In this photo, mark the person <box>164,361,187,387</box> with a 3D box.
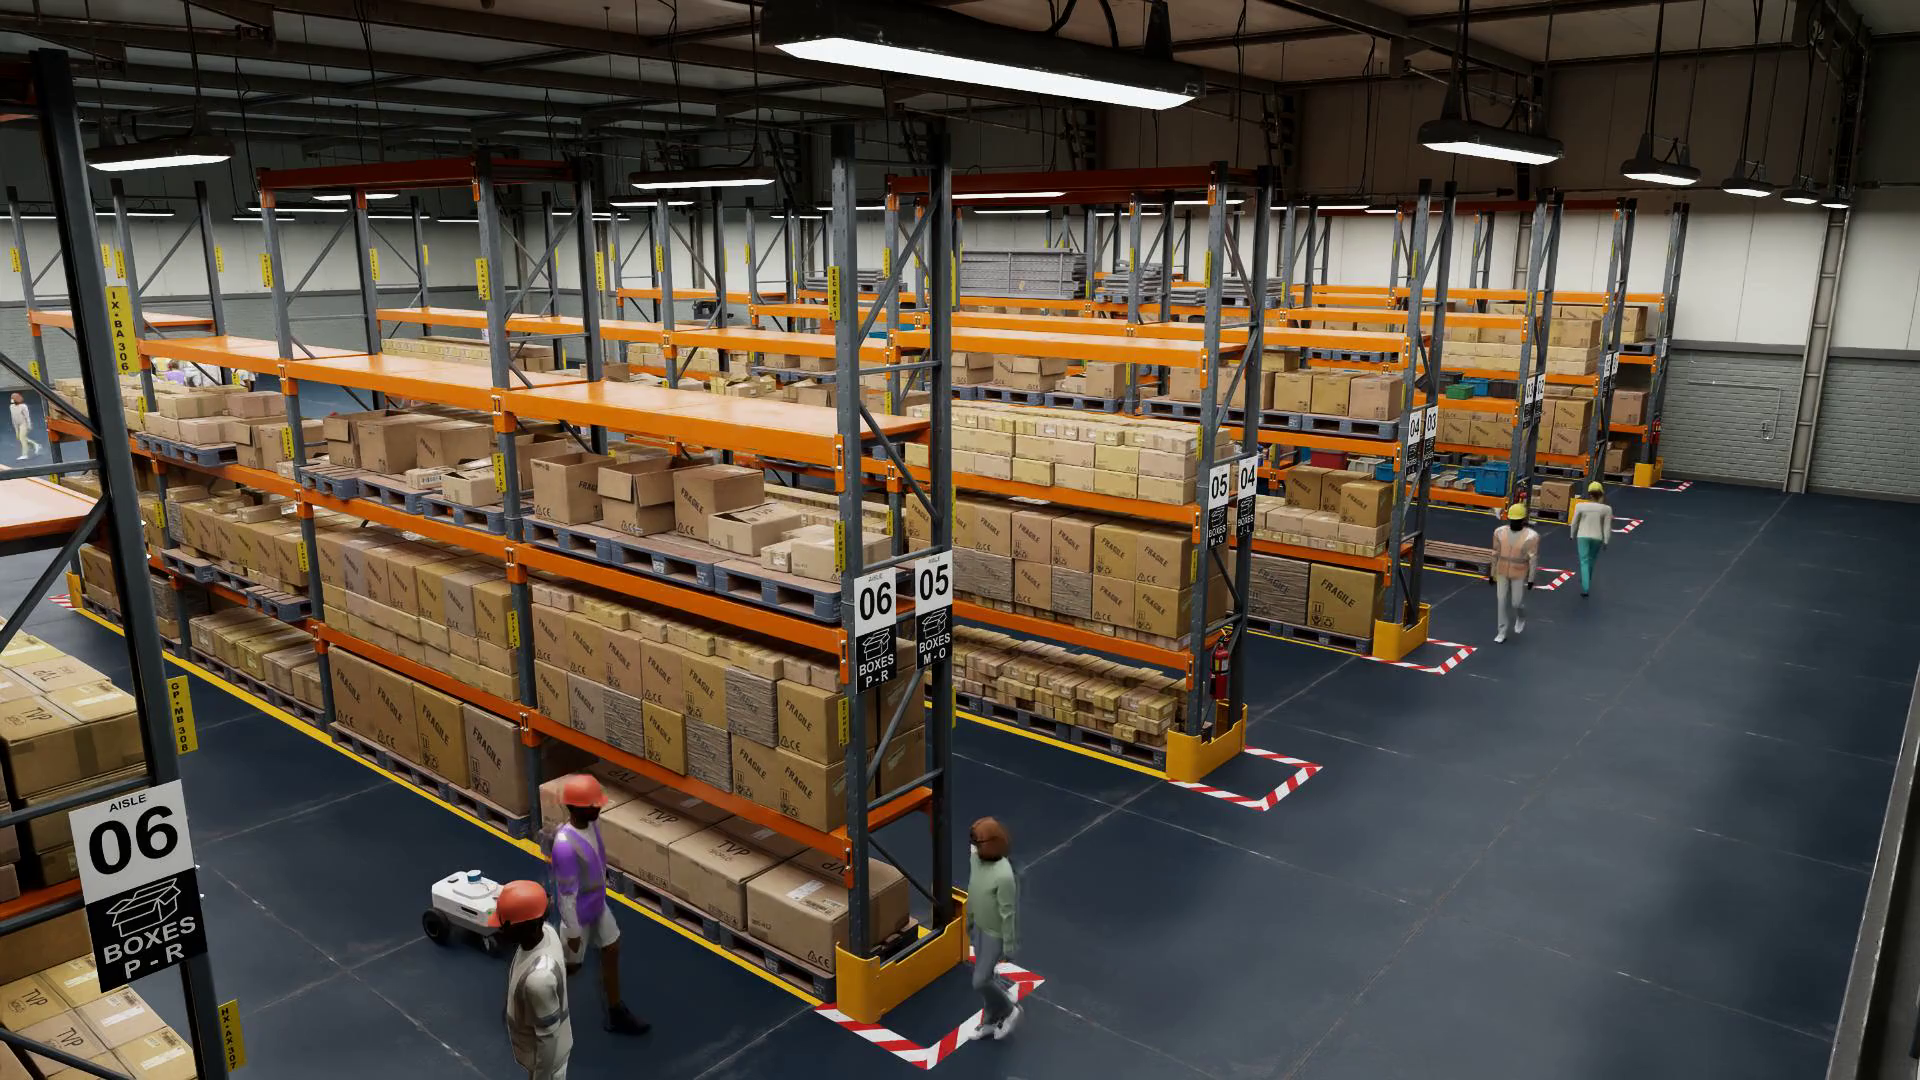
[{"bbox_3d":[-22.569,-4.260,36.379,0.813,1.816,0.562,7,15,26],"label":"person"}]

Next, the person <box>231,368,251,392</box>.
[{"bbox_3d":[-20.493,-4.244,35.922,0.684,2.000,0.538,2,14,8],"label":"person"}]

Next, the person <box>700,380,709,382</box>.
[{"bbox_3d":[-8.634,-5.699,42.212,0.722,1.853,0.864,-7,15,-27],"label":"person"}]

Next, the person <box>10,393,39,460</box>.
[{"bbox_3d":[-22.910,-2.804,30.805,0.506,1.616,0.630,3,14,14],"label":"person"}]

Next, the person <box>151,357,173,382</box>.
[{"bbox_3d":[-25.176,-5.123,39.871,0.633,1.840,0.429,-6,15,-24],"label":"person"}]

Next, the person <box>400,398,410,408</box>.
[{"bbox_3d":[-15.079,-3.788,34.327,0.943,1.867,0.652,9,16,32],"label":"person"}]

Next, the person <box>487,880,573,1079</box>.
[{"bbox_3d":[-2.315,2.791,6.894,0.374,2.043,0.608,-5,15,-21],"label":"person"}]

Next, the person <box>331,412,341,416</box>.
[{"bbox_3d":[-12.815,-1.708,25.863,0.644,1.814,1.013,-3,14,-11],"label":"person"}]

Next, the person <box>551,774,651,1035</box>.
[{"bbox_3d":[-2.621,2.468,8.509,0.884,1.914,0.560,2,14,7],"label":"person"}]

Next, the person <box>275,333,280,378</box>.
[{"bbox_3d":[-25.882,-7.057,47.998,0.518,1.757,0.340,12,18,40],"label":"person"}]

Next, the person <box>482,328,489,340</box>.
[{"bbox_3d":[-19.869,-8.403,53.159,0.545,1.938,0.356,0,14,0],"label":"person"}]

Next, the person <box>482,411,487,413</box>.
[{"bbox_3d":[-12.455,-3.513,33.349,0.636,1.804,0.942,1,14,3],"label":"person"}]

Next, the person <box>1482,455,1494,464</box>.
[{"bbox_3d":[10.978,-1.836,26.318,0.620,1.847,0.526,12,18,40],"label":"person"}]

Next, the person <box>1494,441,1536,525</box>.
[{"bbox_3d":[10.604,-1.121,23.881,0.685,1.616,0.511,10,17,35],"label":"person"}]

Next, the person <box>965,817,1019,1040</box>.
[{"bbox_3d":[0.173,2.626,8.441,0.343,1.621,0.511,-7,15,-26],"label":"person"}]

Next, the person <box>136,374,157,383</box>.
[{"bbox_3d":[-22.768,-4.029,35.397,0.618,1.836,0.431,2,14,9],"label":"person"}]

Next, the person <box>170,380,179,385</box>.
[{"bbox_3d":[-20.148,-3.232,32.323,0.485,1.726,0.661,0,14,-1],"label":"person"}]

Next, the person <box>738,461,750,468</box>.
[{"bbox_3d":[-3.407,-0.358,20.268,0.932,1.851,0.588,11,18,39],"label":"person"}]

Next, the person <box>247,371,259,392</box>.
[{"bbox_3d":[-23.658,-5.529,41.890,0.556,1.651,0.781,-9,16,-34],"label":"person"}]

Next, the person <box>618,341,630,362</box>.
[{"bbox_3d":[-11.617,-6.176,44.126,0.631,1.889,1.027,-8,16,-30],"label":"person"}]

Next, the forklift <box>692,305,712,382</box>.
[{"bbox_3d":[-9.511,-7.392,47.124,1.873,2.768,1.129,11,17,38],"label":"forklift"}]

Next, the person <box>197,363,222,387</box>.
[{"bbox_3d":[-23.156,-4.913,38.905,0.657,1.889,0.642,-11,17,-37],"label":"person"}]

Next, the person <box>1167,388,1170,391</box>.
[{"bbox_3d":[4.999,-2.981,31.376,0.506,1.680,0.545,11,17,37],"label":"person"}]

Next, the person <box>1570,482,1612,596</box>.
[{"bbox_3d":[9.601,-0.037,19.209,0.522,1.712,0.926,3,14,14],"label":"person"}]

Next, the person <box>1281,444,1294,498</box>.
[{"bbox_3d":[6.429,-1.443,24.970,0.548,1.717,0.801,-5,14,-19],"label":"person"}]

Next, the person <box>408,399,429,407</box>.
[{"bbox_3d":[-13.996,-3.445,32.641,0.617,1.993,0.396,6,15,24],"label":"person"}]

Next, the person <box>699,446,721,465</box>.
[{"bbox_3d":[-4.537,-0.998,22.897,0.584,1.852,0.514,12,18,41],"label":"person"}]

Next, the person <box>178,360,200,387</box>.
[{"bbox_3d":[-25.071,-5.374,40.879,1.061,1.851,0.624,4,14,17],"label":"person"}]

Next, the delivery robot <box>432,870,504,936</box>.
[{"bbox_3d":[-3.765,2.810,9.807,0.707,0.478,0.477,8,16,29],"label":"delivery robot"}]

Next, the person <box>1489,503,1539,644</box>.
[{"bbox_3d":[7.433,0.425,16.915,0.587,1.911,0.549,12,18,39],"label":"person"}]

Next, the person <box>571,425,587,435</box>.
[{"bbox_3d":[-7.971,-1.896,26.430,0.382,1.918,0.597,-3,14,-12],"label":"person"}]
